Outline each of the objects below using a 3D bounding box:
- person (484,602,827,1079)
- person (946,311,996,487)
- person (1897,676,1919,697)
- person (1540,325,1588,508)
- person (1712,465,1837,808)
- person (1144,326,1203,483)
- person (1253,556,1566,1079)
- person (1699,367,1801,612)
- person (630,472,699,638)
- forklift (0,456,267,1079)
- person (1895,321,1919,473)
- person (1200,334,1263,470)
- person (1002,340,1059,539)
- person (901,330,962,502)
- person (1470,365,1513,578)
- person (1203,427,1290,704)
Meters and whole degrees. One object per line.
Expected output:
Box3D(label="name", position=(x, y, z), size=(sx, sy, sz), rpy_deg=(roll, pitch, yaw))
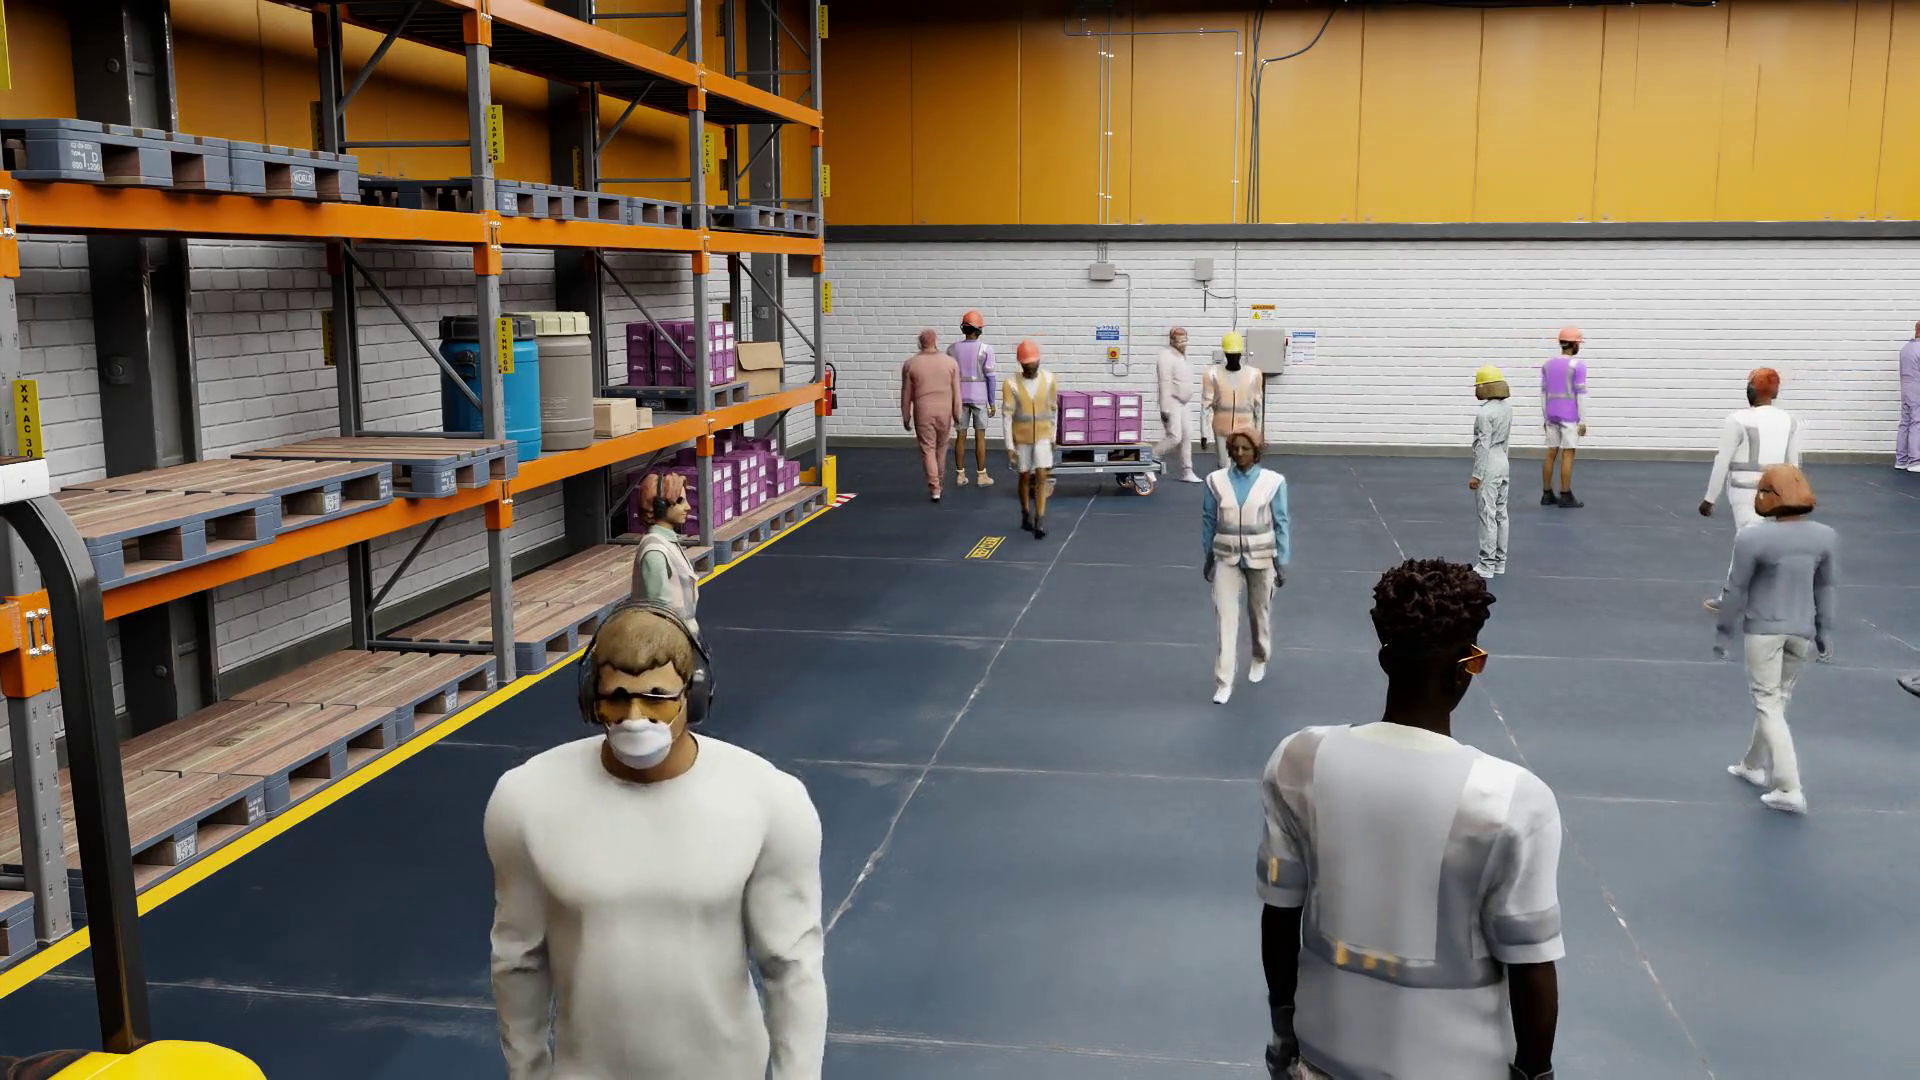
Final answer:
Box3D(label="person", position=(-0.563, 1.070, 3.051), size=(0.641, 1.899, 0.976), rpy_deg=(-1, 9, -3))
Box3D(label="person", position=(0.141, -1.635, 19.323), size=(0.607, 2.044, 0.378), rpy_deg=(4, 10, 22))
Box3D(label="person", position=(5.881, 0.148, 9.339), size=(0.552, 1.716, 0.920), rpy_deg=(-7, 11, -36))
Box3D(label="person", position=(6.435, -1.311, 17.658), size=(0.377, 1.933, 0.551), rpy_deg=(-5, 11, -29))
Box3D(label="person", position=(3.851, 0.455, 7.869), size=(0.515, 1.617, 0.726), rpy_deg=(-1, 9, -9))
Box3D(label="person", position=(2.488, -1.590, 19.597), size=(0.683, 1.868, 0.717), rpy_deg=(6, 11, 32))
Box3D(label="person", position=(0.885, 1.000, 3.304), size=(0.613, 1.964, 0.361), rpy_deg=(7, 12, 37))
Box3D(label="person", position=(5.628, -0.294, 11.711), size=(0.588, 1.844, 0.983), rpy_deg=(-3, 10, -17))
Box3D(label="person", position=(-1.287, 0.521, 7.270), size=(0.308, 1.640, 0.510), rpy_deg=(-1, 9, -9))
Box3D(label="forklift", position=(-2.328, 0.975, 2.765), size=(2.313, 2.155, 1.214), rpy_deg=(1, 9, 9))
Box3D(label="person", position=(11.953, -1.792, 20.717), size=(0.407, 1.908, 0.642), rpy_deg=(1, 9, 3))
Box3D(label="person", position=(2.673, -1.079, 16.389), size=(0.616, 1.872, 0.981), rpy_deg=(1, 9, 7))
Box3D(label="person", position=(0.670, -0.949, 15.647), size=(0.555, 1.855, 0.999), rpy_deg=(-1, 9, -6))
Box3D(label="person", position=(-0.324, -1.372, 18.294), size=(0.655, 1.846, 0.973), rpy_deg=(-2, 9, -13))
Box3D(label="person", position=(4.325, -0.560, 13.644), size=(0.308, 1.736, 0.484), rpy_deg=(8, 12, 42))
Box3D(label="person", position=(1.703, 0.114, 9.896), size=(0.525, 1.599, 0.839), rpy_deg=(3, 10, 19))
